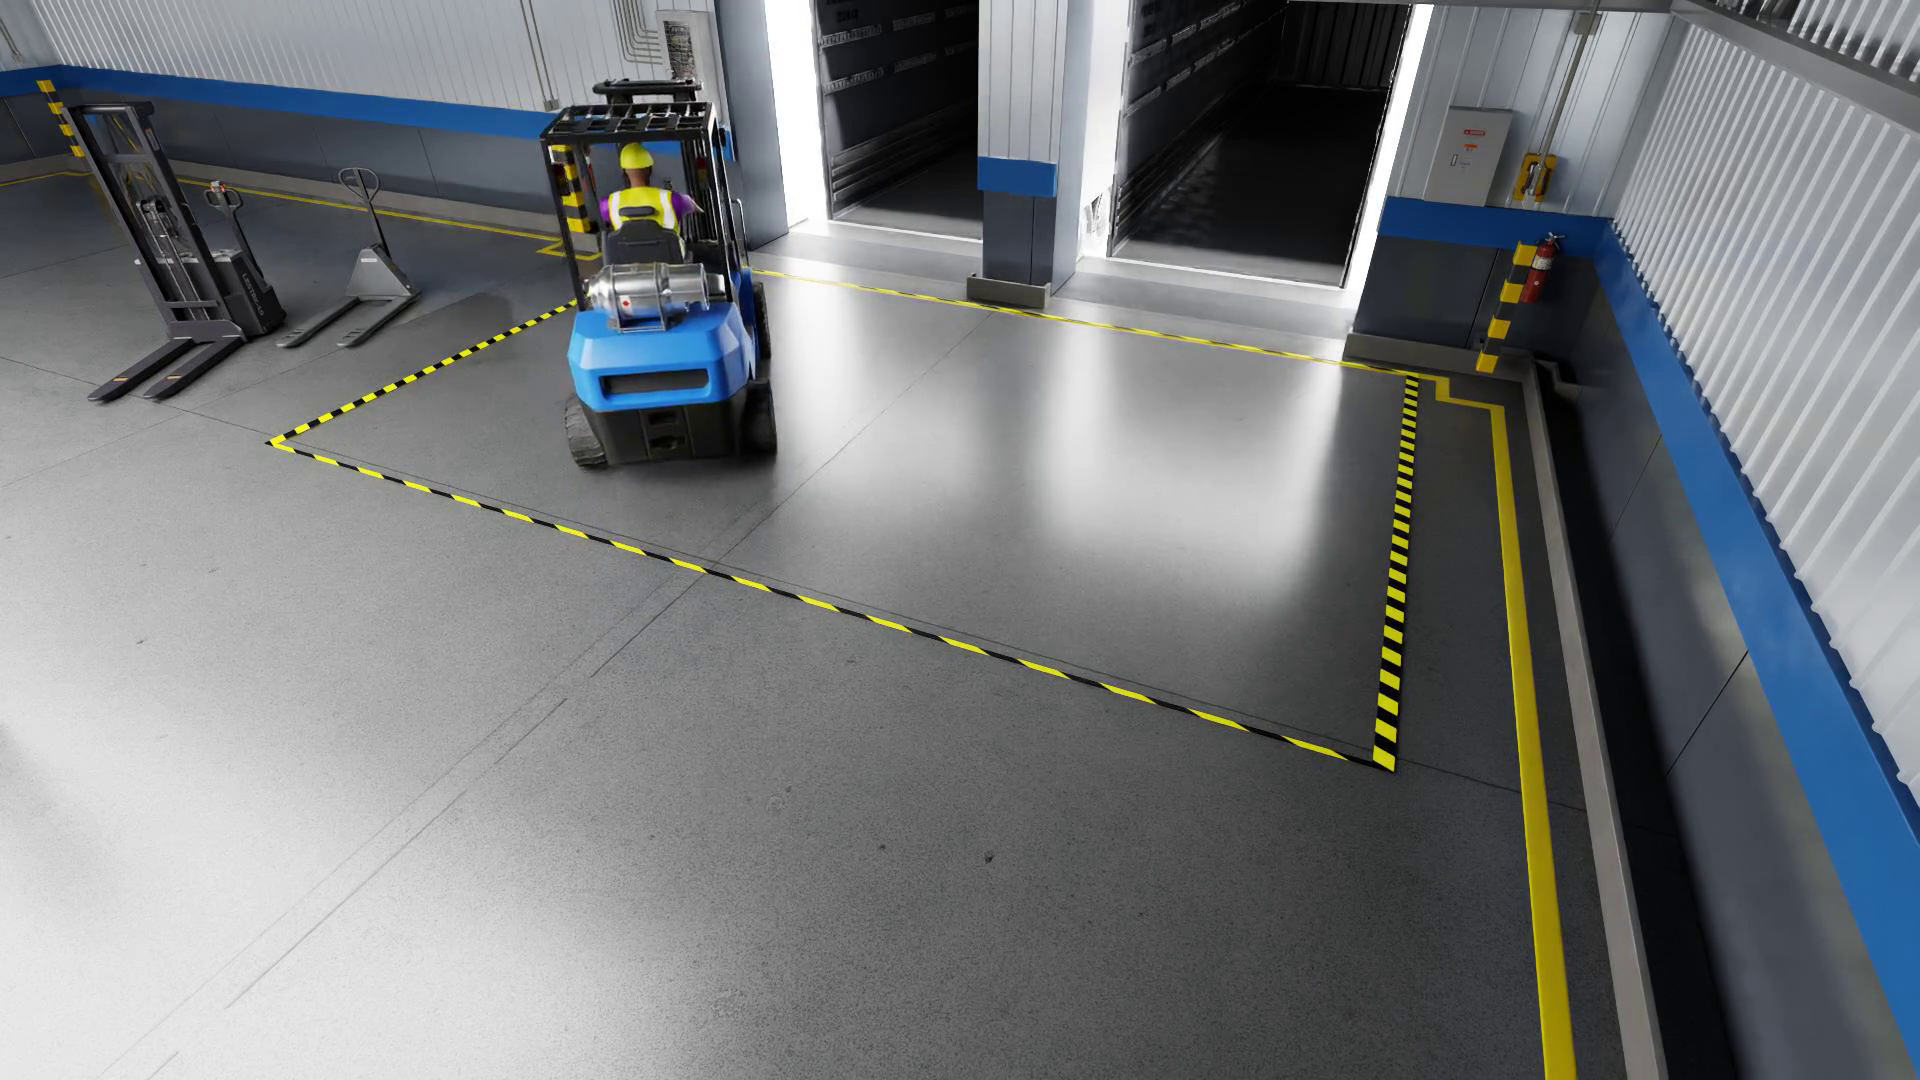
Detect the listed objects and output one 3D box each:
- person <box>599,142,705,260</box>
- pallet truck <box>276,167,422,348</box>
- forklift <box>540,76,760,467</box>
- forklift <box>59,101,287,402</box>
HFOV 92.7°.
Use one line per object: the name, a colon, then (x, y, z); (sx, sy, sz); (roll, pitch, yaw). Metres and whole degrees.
person: (-2.161, -2.236, 6.581); (0.635, 1.294, 1.004); (-6, 35, -8)
pallet truck: (-5.732, -2.611, 8.414); (0.680, 1.201, 1.601); (-1, 35, -1)
forklift: (-2.158, -2.048, 6.639); (1.157, 2.036, 2.680); (-6, 35, -8)
forklift: (-6.686, -2.387, 7.434); (0.823, 1.965, 1.885); (-3, 35, -5)
